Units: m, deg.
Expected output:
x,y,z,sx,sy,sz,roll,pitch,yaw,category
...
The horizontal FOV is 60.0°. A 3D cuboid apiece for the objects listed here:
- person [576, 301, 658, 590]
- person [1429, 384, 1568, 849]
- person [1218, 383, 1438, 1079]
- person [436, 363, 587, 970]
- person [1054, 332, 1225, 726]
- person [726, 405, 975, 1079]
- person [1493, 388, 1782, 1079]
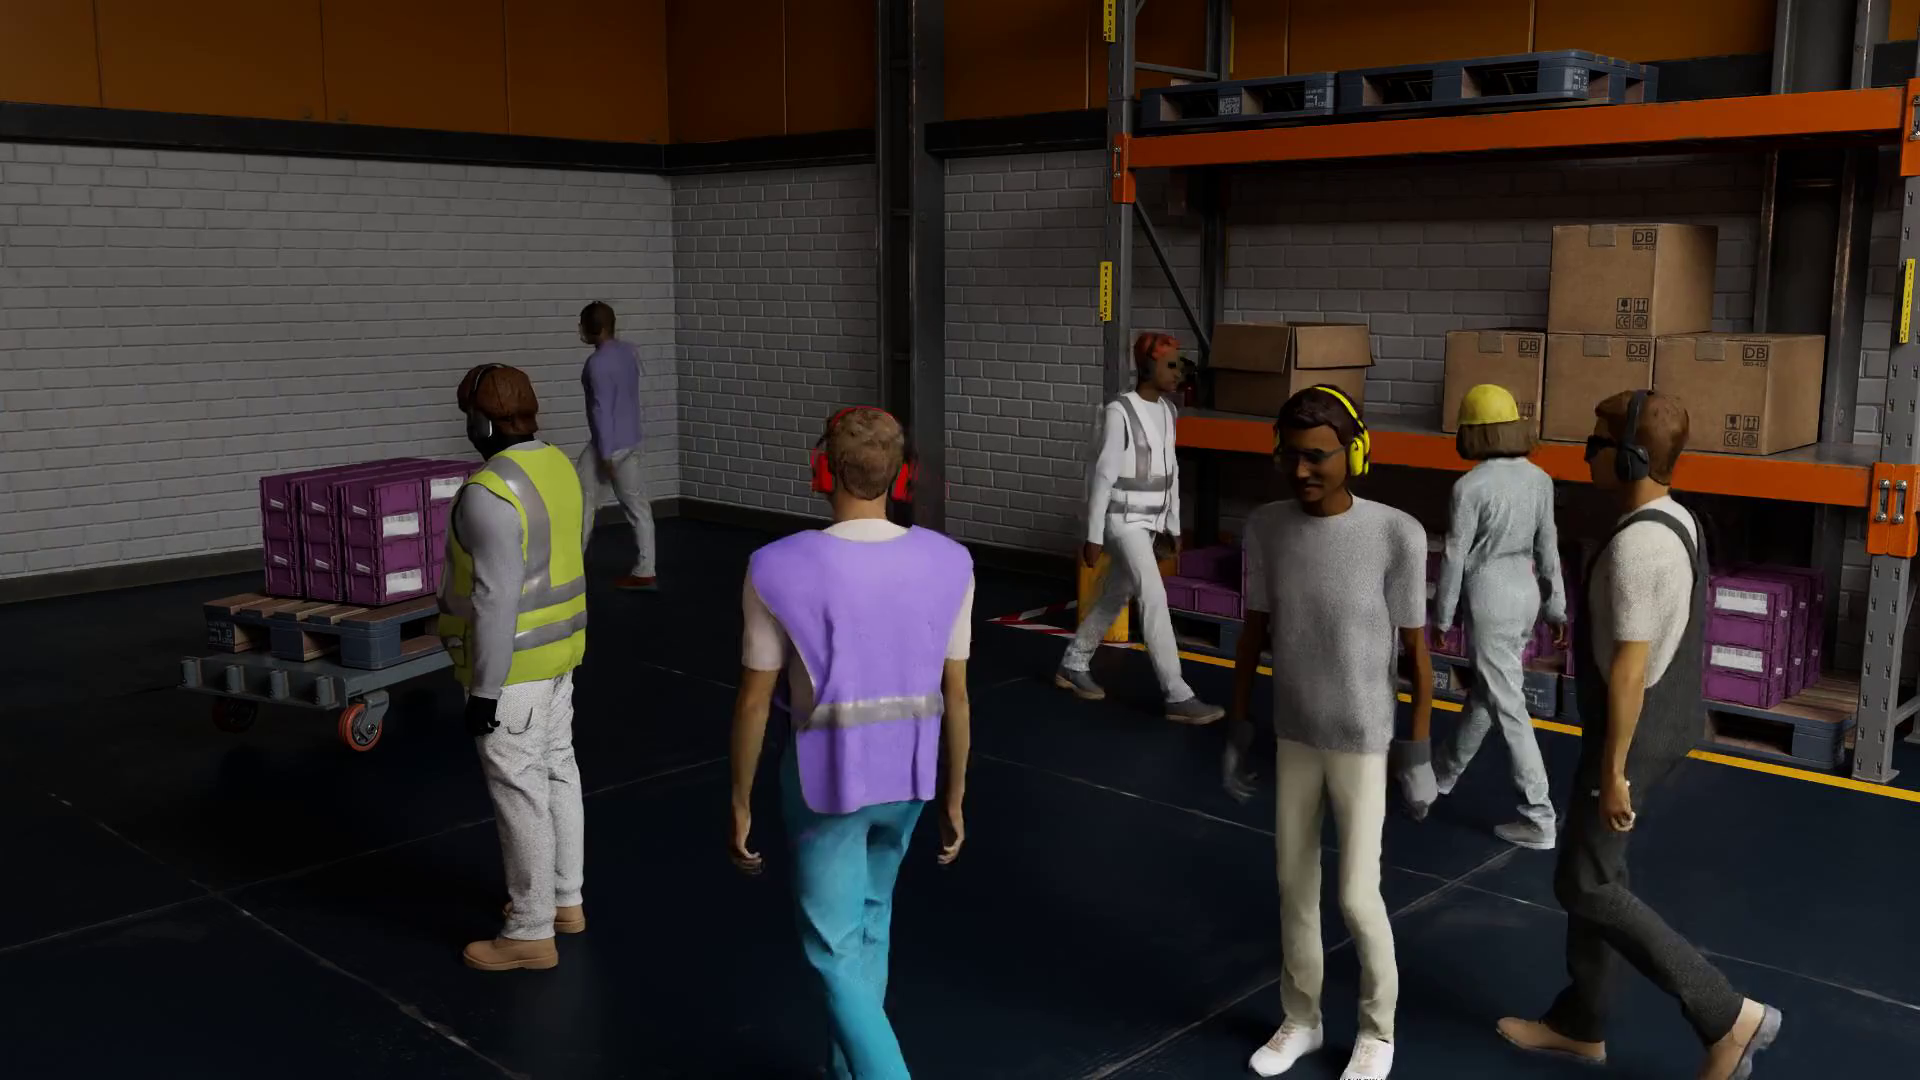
x,y,z,sx,sy,sz,roll,pitch,yaw,category
-2.418,-0.608,10.941,0.903,1.904,0.625,2,10,14,person
1.987,0.258,6.306,0.503,1.681,0.907,-5,11,-30,person
0.919,0.521,4.238,0.570,1.847,0.425,8,12,41,person
-1.362,0.383,5.081,0.429,1.839,0.634,1,9,8,person
0.831,-0.078,7.976,0.996,1.832,0.593,6,11,34,person
-0.212,0.602,3.851,0.582,1.820,0.844,-5,11,-28,person
1.752,0.529,4.245,0.635,1.830,0.510,7,11,35,person
